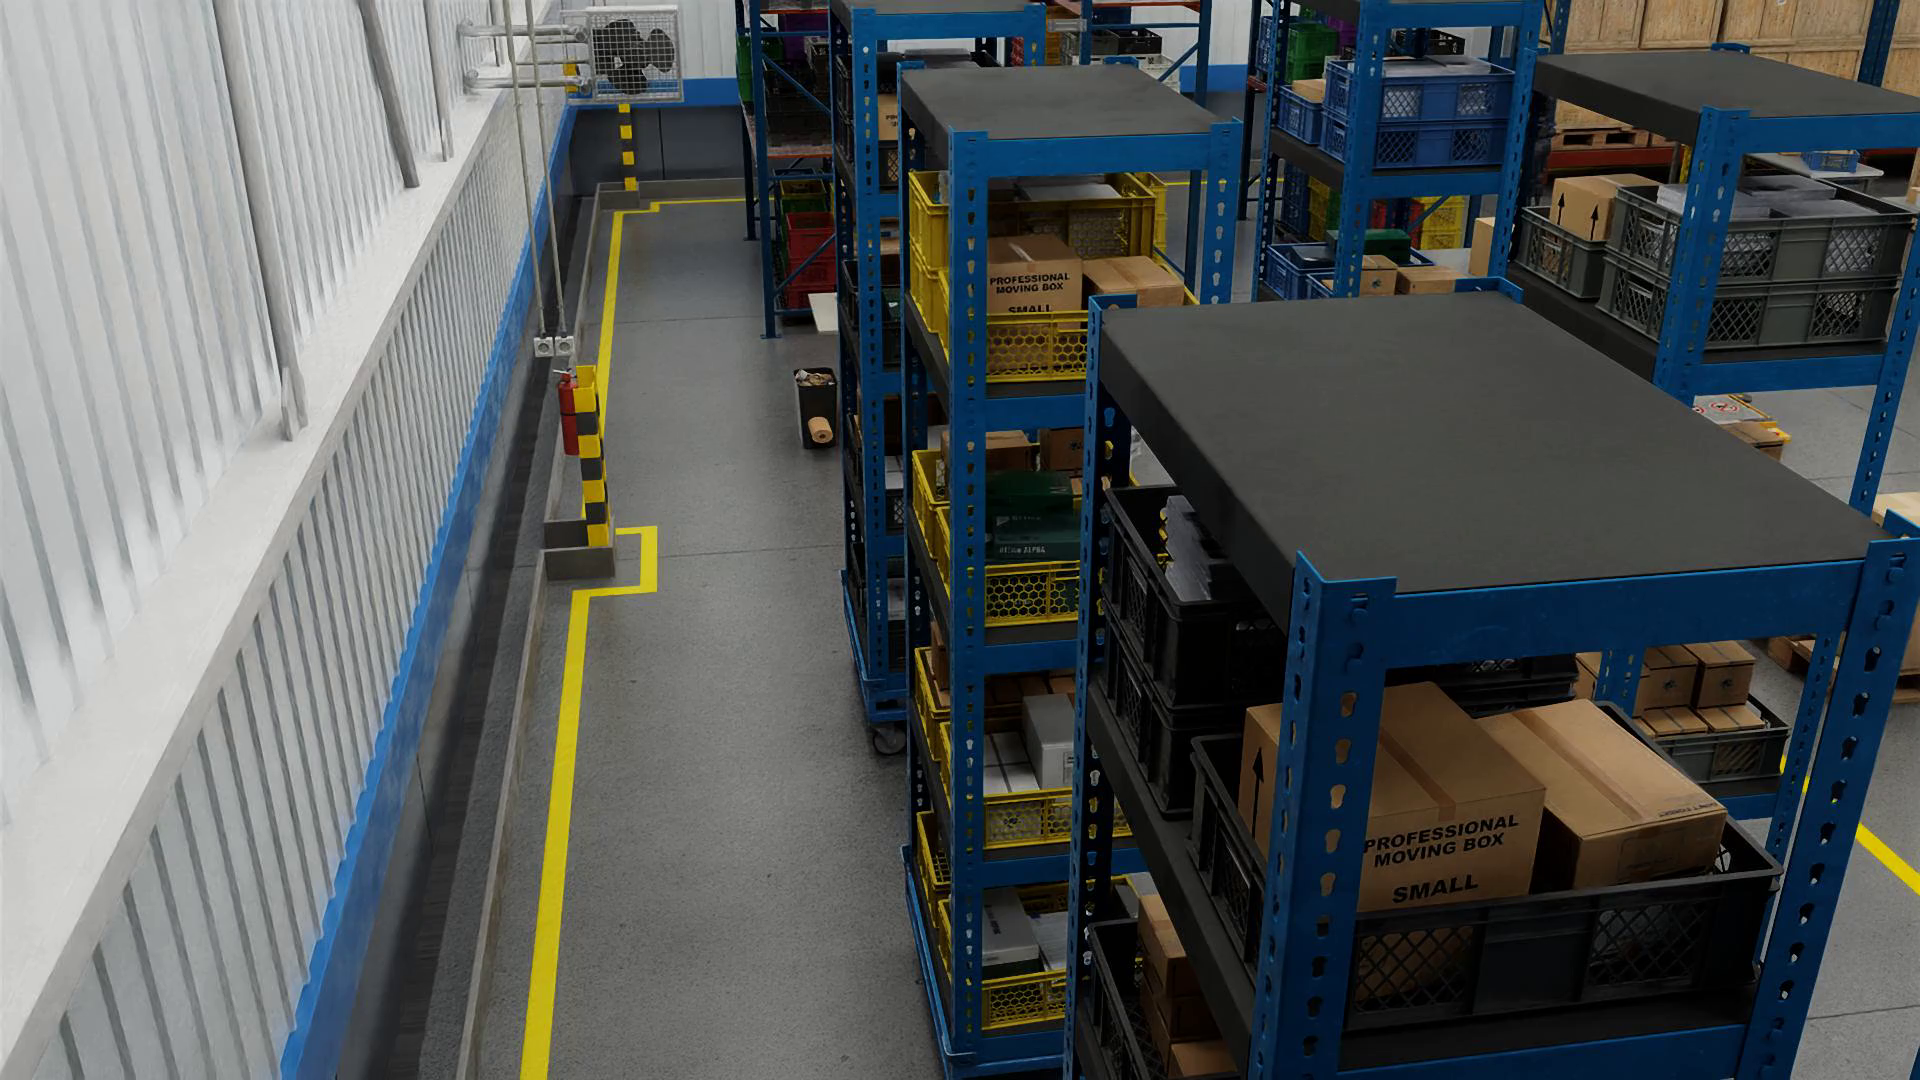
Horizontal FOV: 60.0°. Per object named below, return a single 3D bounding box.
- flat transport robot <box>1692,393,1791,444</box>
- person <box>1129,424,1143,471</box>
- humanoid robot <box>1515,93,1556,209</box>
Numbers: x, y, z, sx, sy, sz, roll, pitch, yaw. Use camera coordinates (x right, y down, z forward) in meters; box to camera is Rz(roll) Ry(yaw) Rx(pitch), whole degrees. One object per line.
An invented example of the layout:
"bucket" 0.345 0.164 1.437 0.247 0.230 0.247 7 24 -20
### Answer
"flat transport robot" 5.224 -0.859 12.132 1.431 0.197 0.652 -4 25 -8
"person" 0.900 -0.515 9.487 0.356 1.882 0.571 0 25 0
"humanoid robot" 6.294 -4.393 18.147 0.326 1.656 0.587 0 25 0
